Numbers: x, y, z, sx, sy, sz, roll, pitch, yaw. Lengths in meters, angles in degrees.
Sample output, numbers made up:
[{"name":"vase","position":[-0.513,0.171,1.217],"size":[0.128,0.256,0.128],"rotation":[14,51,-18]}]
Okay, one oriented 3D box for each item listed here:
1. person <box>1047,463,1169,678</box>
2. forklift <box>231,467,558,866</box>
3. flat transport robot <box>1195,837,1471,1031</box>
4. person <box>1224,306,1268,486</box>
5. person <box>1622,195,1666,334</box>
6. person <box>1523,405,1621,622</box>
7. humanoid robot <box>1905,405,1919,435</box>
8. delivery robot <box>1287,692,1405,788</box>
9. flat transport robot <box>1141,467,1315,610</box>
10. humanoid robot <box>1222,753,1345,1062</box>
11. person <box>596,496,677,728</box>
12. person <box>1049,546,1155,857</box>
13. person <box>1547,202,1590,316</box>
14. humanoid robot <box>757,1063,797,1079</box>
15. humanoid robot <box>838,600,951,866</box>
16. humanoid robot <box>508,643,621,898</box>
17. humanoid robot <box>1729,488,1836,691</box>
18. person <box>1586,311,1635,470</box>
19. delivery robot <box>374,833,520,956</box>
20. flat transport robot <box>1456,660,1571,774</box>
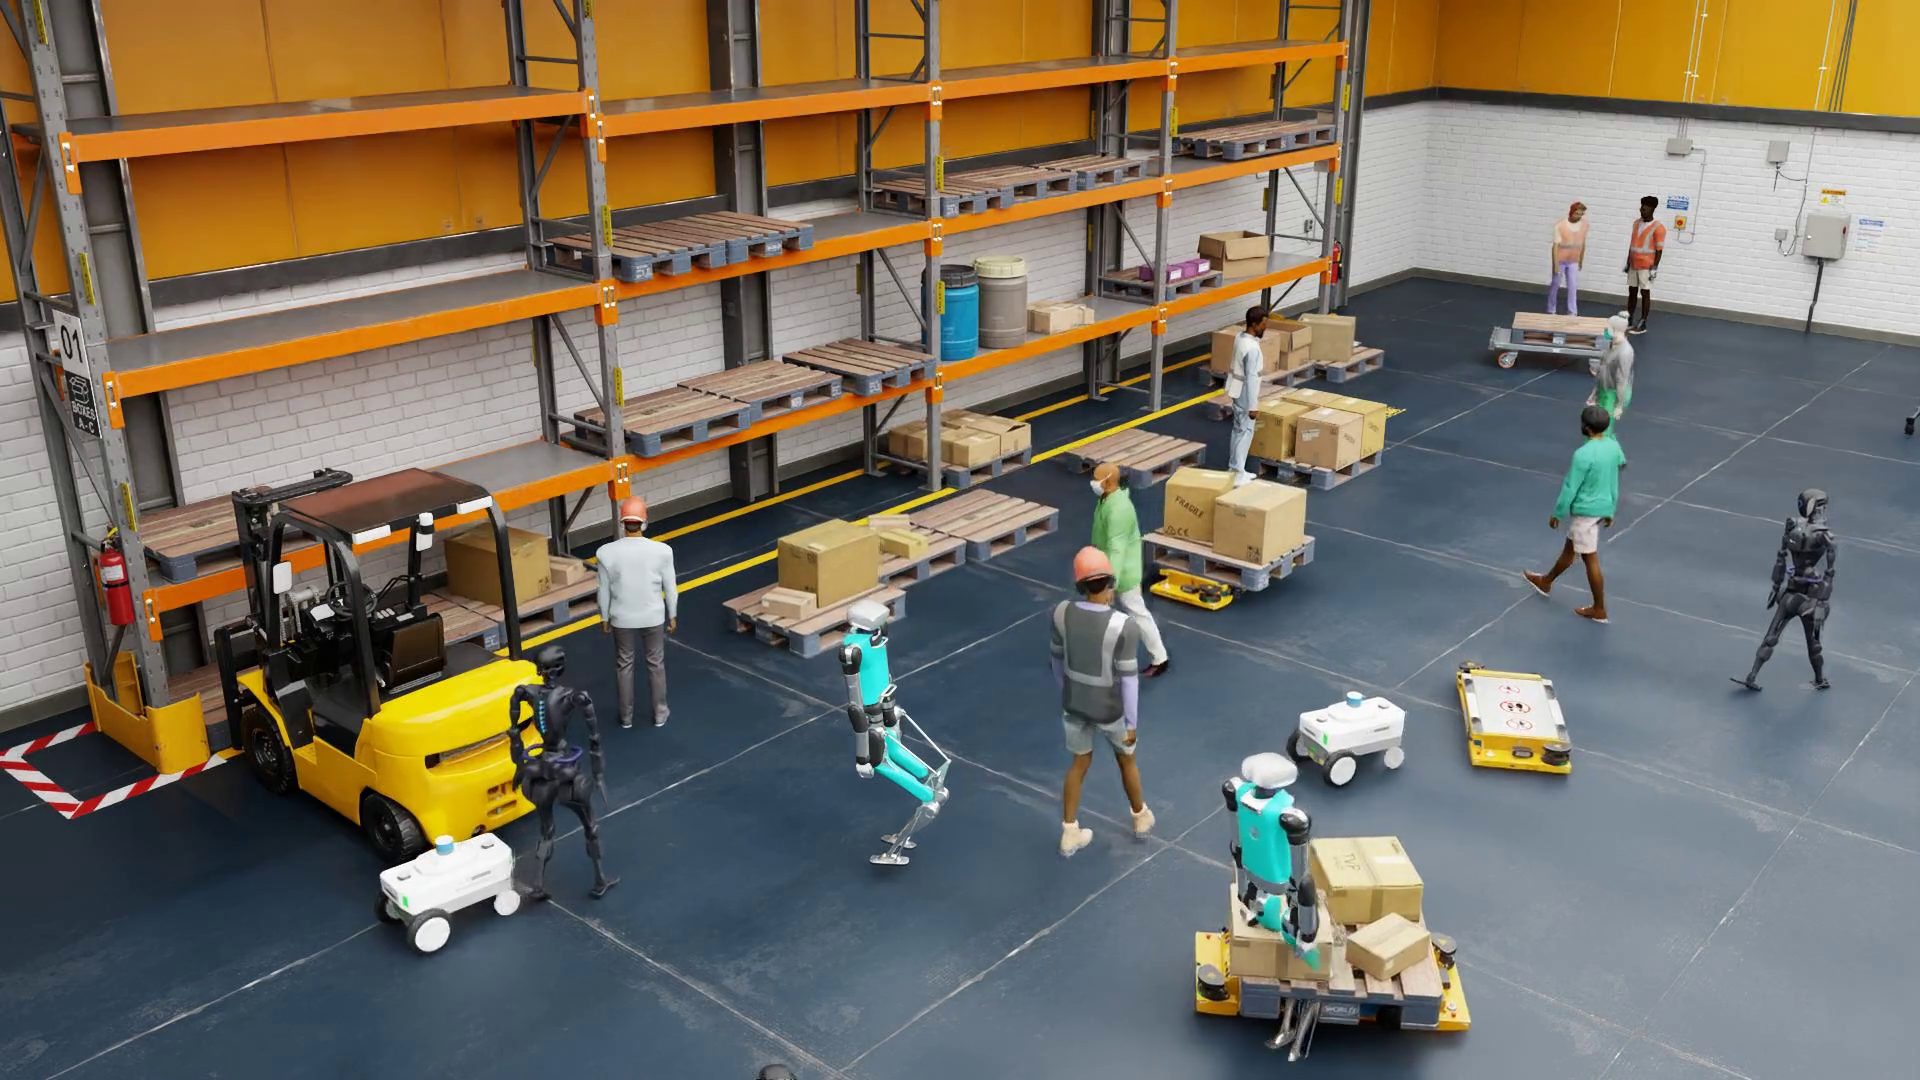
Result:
[{"name":"person","position":[1.199,0.261,12.753],"size":[0.970,1.726,0.632],"rotation":[-2,20,-5]},{"name":"forklift","position":[-3.730,0.710,10.856],"size":[2.313,2.155,1.214],"rotation":[17,26,38]},{"name":"flat transport robot","position":[2.017,2.374,9.119],"size":[1.431,0.231,0.659],"rotation":[2,20,7]},{"name":"person","position":[2.959,-1.482,17.207],"size":[0.414,1.906,0.601],"rotation":[-1,20,-3]},{"name":"person","position":[9.752,-3.943,23.785],"size":[0.373,1.966,0.603],"rotation":[-7,21,-17]},{"name":"person","position":[5.194,-0.262,14.040],"size":[0.532,1.801,0.944],"rotation":[-15,25,-34]},{"name":"humanoid robot","position":[11.147,-1.964,18.844],"size":[0.522,1.640,0.588],"rotation":[-10,22,-25]},{"name":"delivery robot","position":[2.695,1.345,11.499],"size":[0.801,0.598,0.499],"rotation":[-9,22,-22]},{"name":"flat transport robot","position":[2.366,0.274,14.810],"size":[0.659,0.231,1.431],"rotation":[16,26,37]},{"name":"humanoid robot","position":[1.712,1.850,8.438],"size":[0.793,1.781,0.545],"rotation":[-13,24,-32]},{"name":"person","position":[-2.324,0.522,12.010],"size":[0.572,1.742,0.351],"rotation":[-3,21,-9]},{"name":"person","position":[0.885,0.990,10.384],"size":[0.653,1.992,0.762],"rotation":[13,24,31]},{"name":"person","position":[8.909,-4.045,24.310],"size":[0.576,1.779,0.937],"rotation":[-3,20,-7]},{"name":"humanoid robot","position":[-0.651,2.707,6.239],"size":[0.608,1.639,0.734],"rotation":[-9,22,-23]},{"name":"humanoid robot","position":[-0.334,1.189,10.016],"size":[0.735,1.677,0.533],"rotation":[7,21,18]},{"name":"humanoid robot","position":[-2.384,1.386,9.786],"size":[0.613,1.652,0.455],"rotation":[3,21,9]},{"name":"humanoid robot","position":[6.319,0.408,12.491],"size":[0.802,1.627,0.595],"rotation":[-5,21,-14]},{"name":"person","position":[6.830,-1.490,17.333],"size":[0.535,1.830,0.552],"rotation":[2,20,4]},{"name":"delivery robot","position":[-2.993,2.020,9.686],"size":[0.811,0.610,0.499],"rotation":[-17,26,-39]},{"name":"flat transport robot","position":[4.007,1.277,12.092],"size":[0.659,0.231,1.431],"rotation":[4,21,11]}]
